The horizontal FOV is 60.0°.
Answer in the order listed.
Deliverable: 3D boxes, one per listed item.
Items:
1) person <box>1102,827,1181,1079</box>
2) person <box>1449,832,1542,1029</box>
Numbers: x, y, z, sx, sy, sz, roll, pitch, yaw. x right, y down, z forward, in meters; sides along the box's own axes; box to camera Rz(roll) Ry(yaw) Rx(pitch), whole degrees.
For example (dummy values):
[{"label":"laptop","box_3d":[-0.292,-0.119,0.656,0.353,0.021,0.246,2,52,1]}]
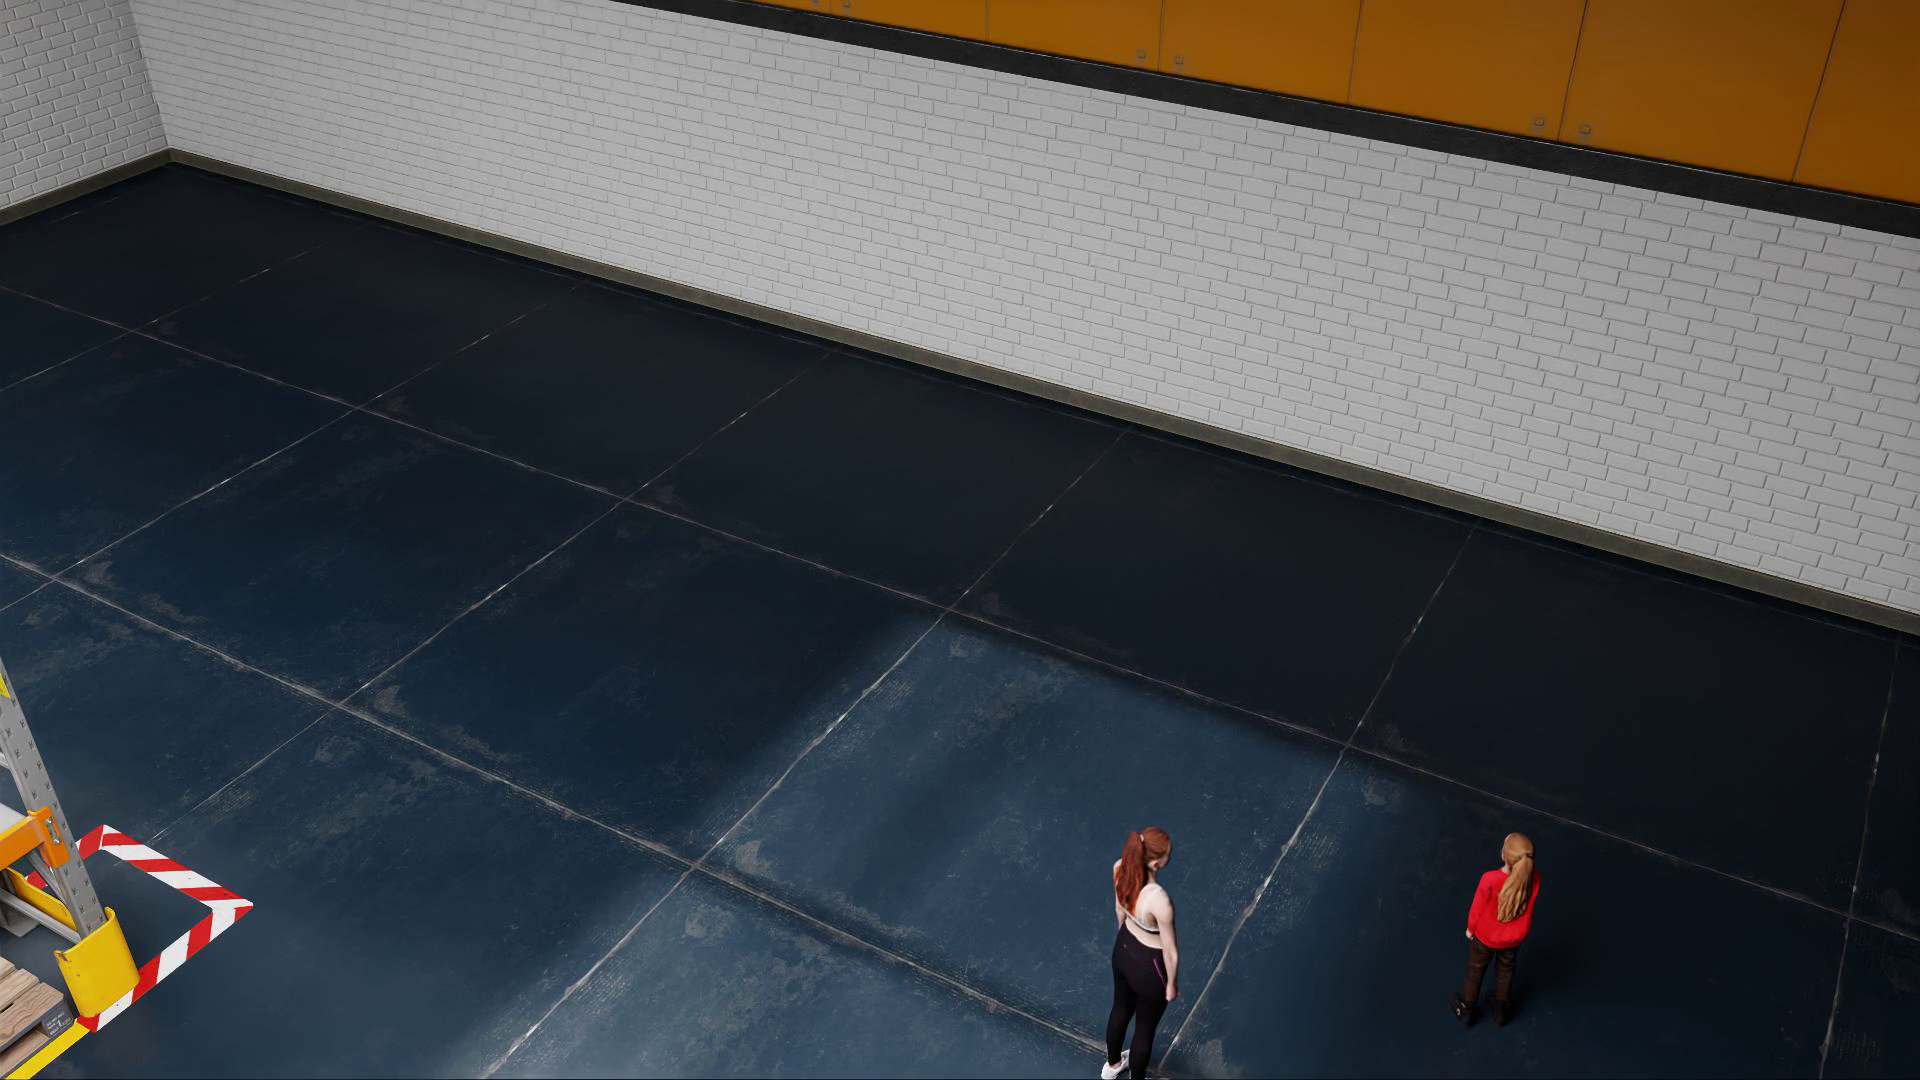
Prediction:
[{"label":"person","box_3d":[0.878,2.071,8.123,0.678,1.741,0.668,-18,38,-25]},{"label":"person","box_3d":[2.789,2.023,8.611,0.567,1.282,0.614,-4,34,-6]}]
